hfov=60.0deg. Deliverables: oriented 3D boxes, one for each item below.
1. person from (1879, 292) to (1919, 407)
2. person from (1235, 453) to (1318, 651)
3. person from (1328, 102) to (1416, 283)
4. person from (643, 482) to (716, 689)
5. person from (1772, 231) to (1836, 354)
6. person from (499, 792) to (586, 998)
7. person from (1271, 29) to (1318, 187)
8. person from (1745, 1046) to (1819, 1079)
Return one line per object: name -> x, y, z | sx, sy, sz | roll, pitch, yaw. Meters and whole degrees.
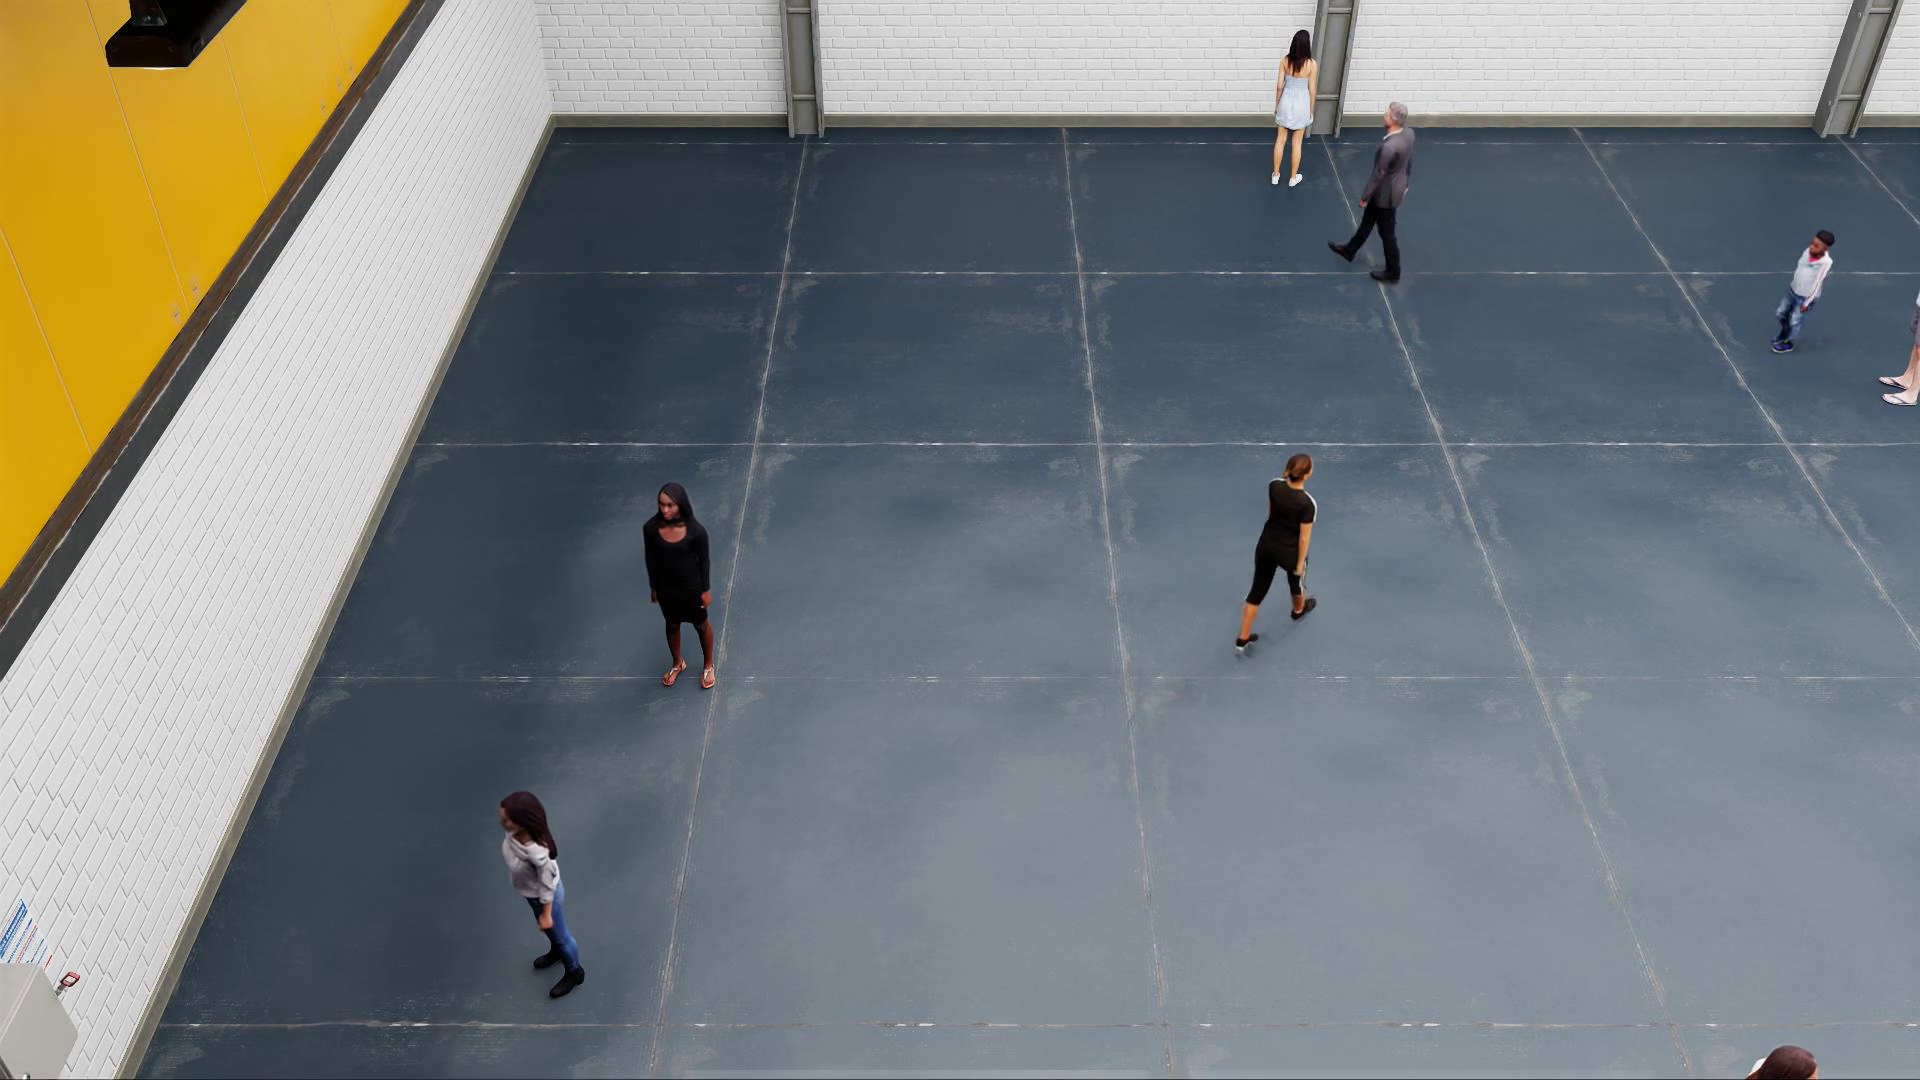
person -> 8.546, -2.037, 14.550 | 0.687, 1.831, 0.722 | 14, 41, 16
person -> 2.275, 0.107, 12.028 | 1.134, 1.628, 1.069 | -31, 48, -33
person -> 4.244, -3.365, 16.232 | 1.235, 1.807, 1.095 | 20, 43, 23
person -> -1.957, 0.320, 11.687 | 0.487, 1.721, 0.696 | 5, 39, 6
person -> 7.840, -2.295, 15.337 | 0.578, 1.251, 0.540 | -11, 40, -14
person -> -2.417, 2.018, 9.631 | 0.681, 1.634, 0.677 | -20, 43, -24
person -> 3.590, -4.657, 17.911 | 0.574, 1.730, 0.713 | 12, 40, 15
person -> 3.920, 3.057, 8.286 | 0.567, 1.689, 0.619 | 4, 39, 5
